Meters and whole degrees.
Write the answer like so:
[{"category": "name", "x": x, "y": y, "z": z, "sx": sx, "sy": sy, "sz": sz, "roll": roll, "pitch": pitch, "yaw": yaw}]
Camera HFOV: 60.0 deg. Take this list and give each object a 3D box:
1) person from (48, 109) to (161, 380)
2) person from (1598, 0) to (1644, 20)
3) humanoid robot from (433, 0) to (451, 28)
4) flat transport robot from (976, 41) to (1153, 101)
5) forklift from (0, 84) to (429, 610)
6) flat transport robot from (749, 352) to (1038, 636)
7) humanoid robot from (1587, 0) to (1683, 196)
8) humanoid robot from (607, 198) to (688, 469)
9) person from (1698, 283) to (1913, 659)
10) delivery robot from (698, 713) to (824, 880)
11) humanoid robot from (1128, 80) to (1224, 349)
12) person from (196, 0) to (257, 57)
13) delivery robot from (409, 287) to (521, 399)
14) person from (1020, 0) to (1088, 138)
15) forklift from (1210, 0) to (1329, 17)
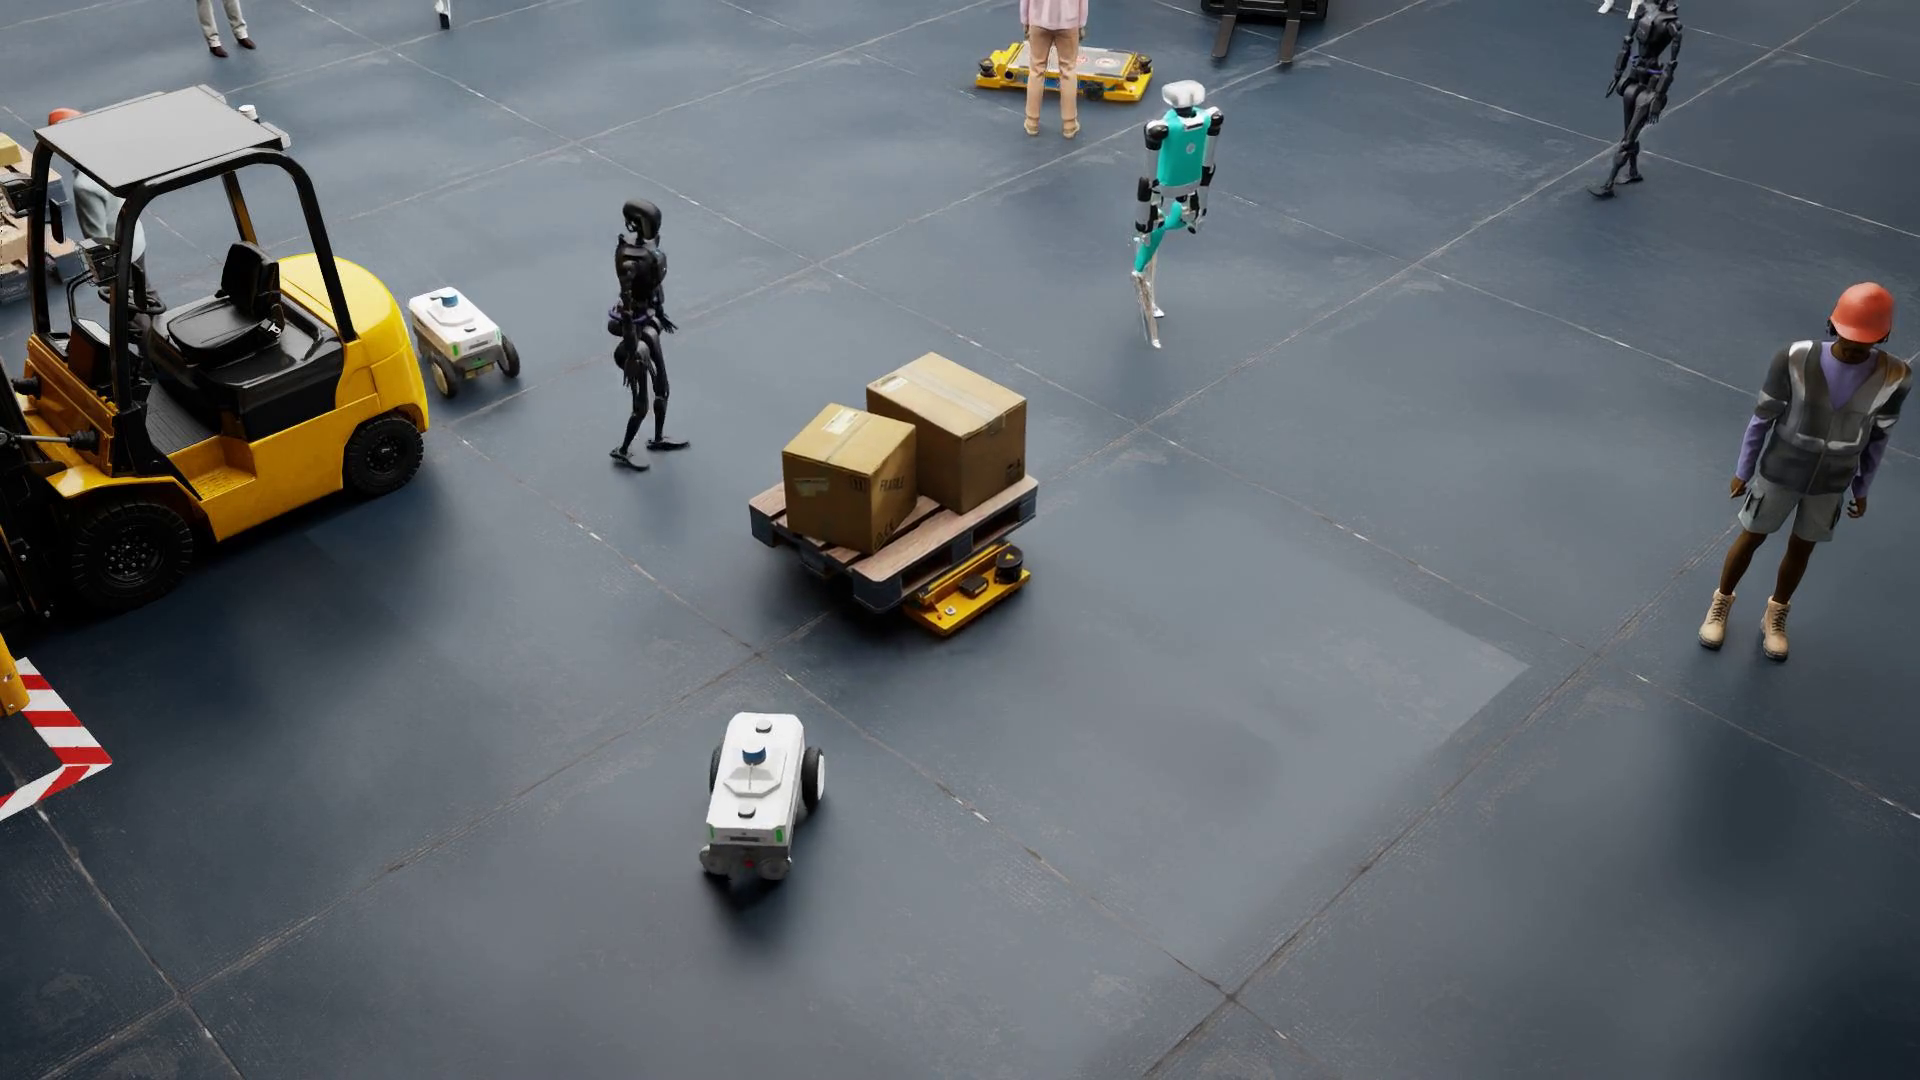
[{"category": "person", "x": -5.187, "y": -1.800, "z": 10.175, "sx": 0.352, "sy": 1.742, "sz": 0.572, "roll": -4, "pitch": 37, "yaw": -5}, {"category": "person", "x": 6.338, "y": -5.707, "z": 15.494, "sx": 0.513, "sy": 1.633, "sz": 0.312, "roll": 23, "pitch": 42, "yaw": 27}, {"category": "humanoid robot", "x": -4.930, "y": -5.646, "z": 15.372, "sx": 0.546, "sy": 1.828, "sz": 0.877, "roll": -6, "pitch": 37, "yaw": -8}, {"category": "flat transport robot", "x": 0.916, "y": -4.077, "z": 14.454, "sx": 1.431, "sy": 0.231, "sz": 0.659, "roll": 9, "pitch": 38, "yaw": 12}, {"category": "forklift", "x": -4.145, "y": -1.093, "z": 8.856, "sx": 2.313, "sy": 2.155, "sz": 1.214, "roll": -31, "pitch": 47, "yaw": -34}, {"category": "flat transport robot", "x": -0.361, "y": 0.000, "z": 8.997, "sx": 1.431, "sy": 0.231, "sz": 0.659, "roll": 30, "pitch": 46, "yaw": 34}, {"category": "humanoid robot", "x": 5.021, "y": -3.382, "z": 12.359, "sx": 0.644, "sy": 1.637, "sz": 0.589, "roll": -13, "pitch": 39, "yaw": -17}, {"category": "humanoid robot", "x": -1.823, "y": -1.193, "z": 9.427, "sx": 0.457, "sy": 1.634, "sz": 0.612, "roll": 5, "pitch": 37, "yaw": 7}, {"category": "person", "x": 4.029, "y": -0.304, "z": 7.924, "sx": 0.615, "sy": 2.041, "sz": 0.376, "roll": 10, "pitch": 38, "yaw": 14}, {"category": "delivery robot", "x": -0.894, "y": 1.096, "z": 7.307, "sx": 0.525, "sy": 0.614, "sz": 0.785, "roll": 1, "pitch": 37, "yaw": 2}, {"category": "humanoid robot", "x": 1.255, "y": -2.128, "z": 10.643, "sx": 0.540, "sy": 1.801, "sz": 0.814, "roll": -17, "pitch": 40, "yaw": -21}, {"category": "person", "x": -6.651, "y": -5.179, "z": 14.677, "sx": 0.389, "sy": 1.778, "sz": 0.535, "roll": 25, "pitch": 43, "yaw": 30}, {"category": "delivery robot", "x": -3.167, "y": -1.290, "z": 10.481, "sx": 0.499, "sy": 0.590, "sz": 0.793, "roll": -25, "pitch": 43, "yaw": -30}, {"category": "person", "x": 0.737, "y": -4.084, "z": 13.215, "sx": 0.540, "sy": 1.772, "sz": 0.410, "roll": 5, "pitch": 37, "yaw": 7}, {"category": "forklift", "x": 3.106, "y": -6.400, "z": 15.960, "sx": 1.214, "sy": 2.155, "sz": 2.313, "roll": 8, "pitch": 37, "yaw": 10}]
